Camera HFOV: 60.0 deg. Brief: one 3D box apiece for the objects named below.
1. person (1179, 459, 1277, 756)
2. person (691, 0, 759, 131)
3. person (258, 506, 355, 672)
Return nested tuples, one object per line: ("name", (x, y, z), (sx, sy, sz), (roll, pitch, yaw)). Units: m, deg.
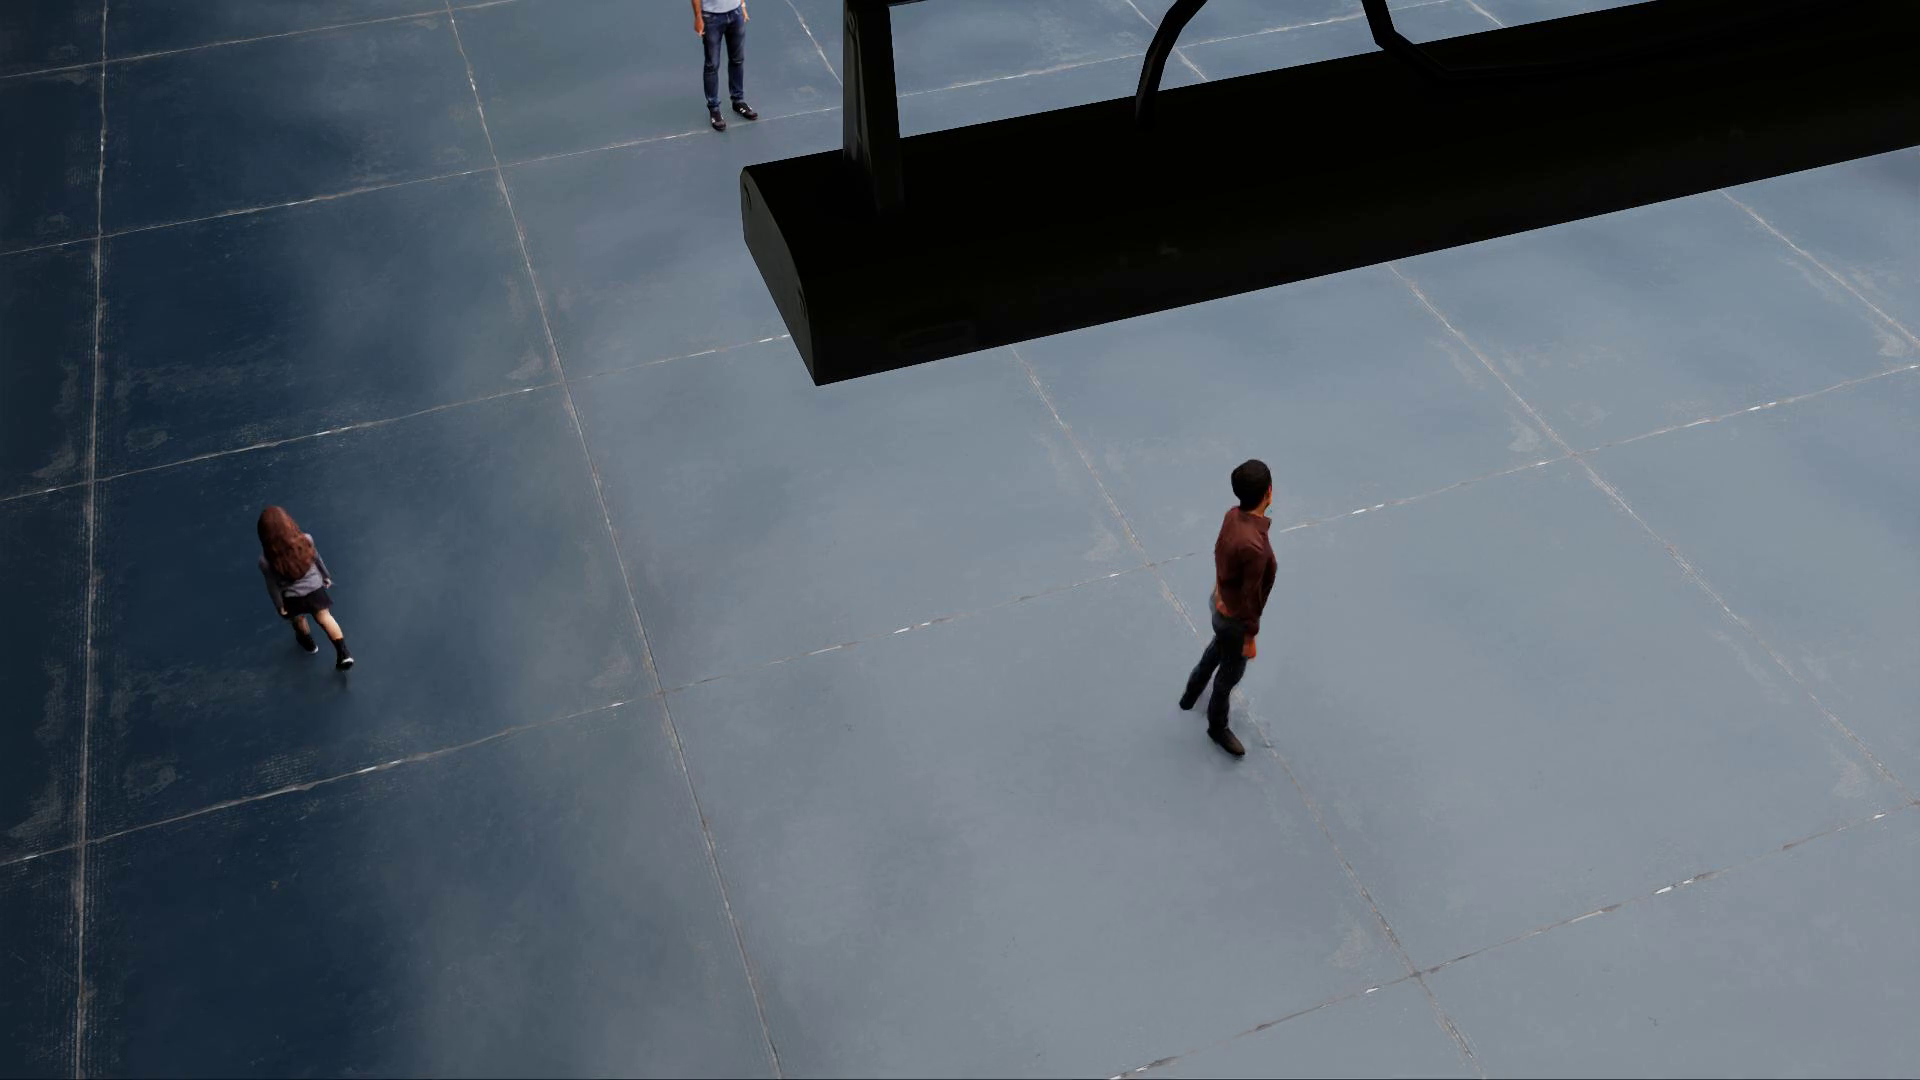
("person", (1.391, 0.403, 8.437), (0.868, 1.751, 0.670), (10, 44, 11))
("person", (-1.932, -4.239, 13.328), (0.684, 1.861, 0.640), (-27, 49, -26))
("person", (-3.564, 0.286, 9.051), (0.829, 1.085, 0.667), (34, 53, 31))
